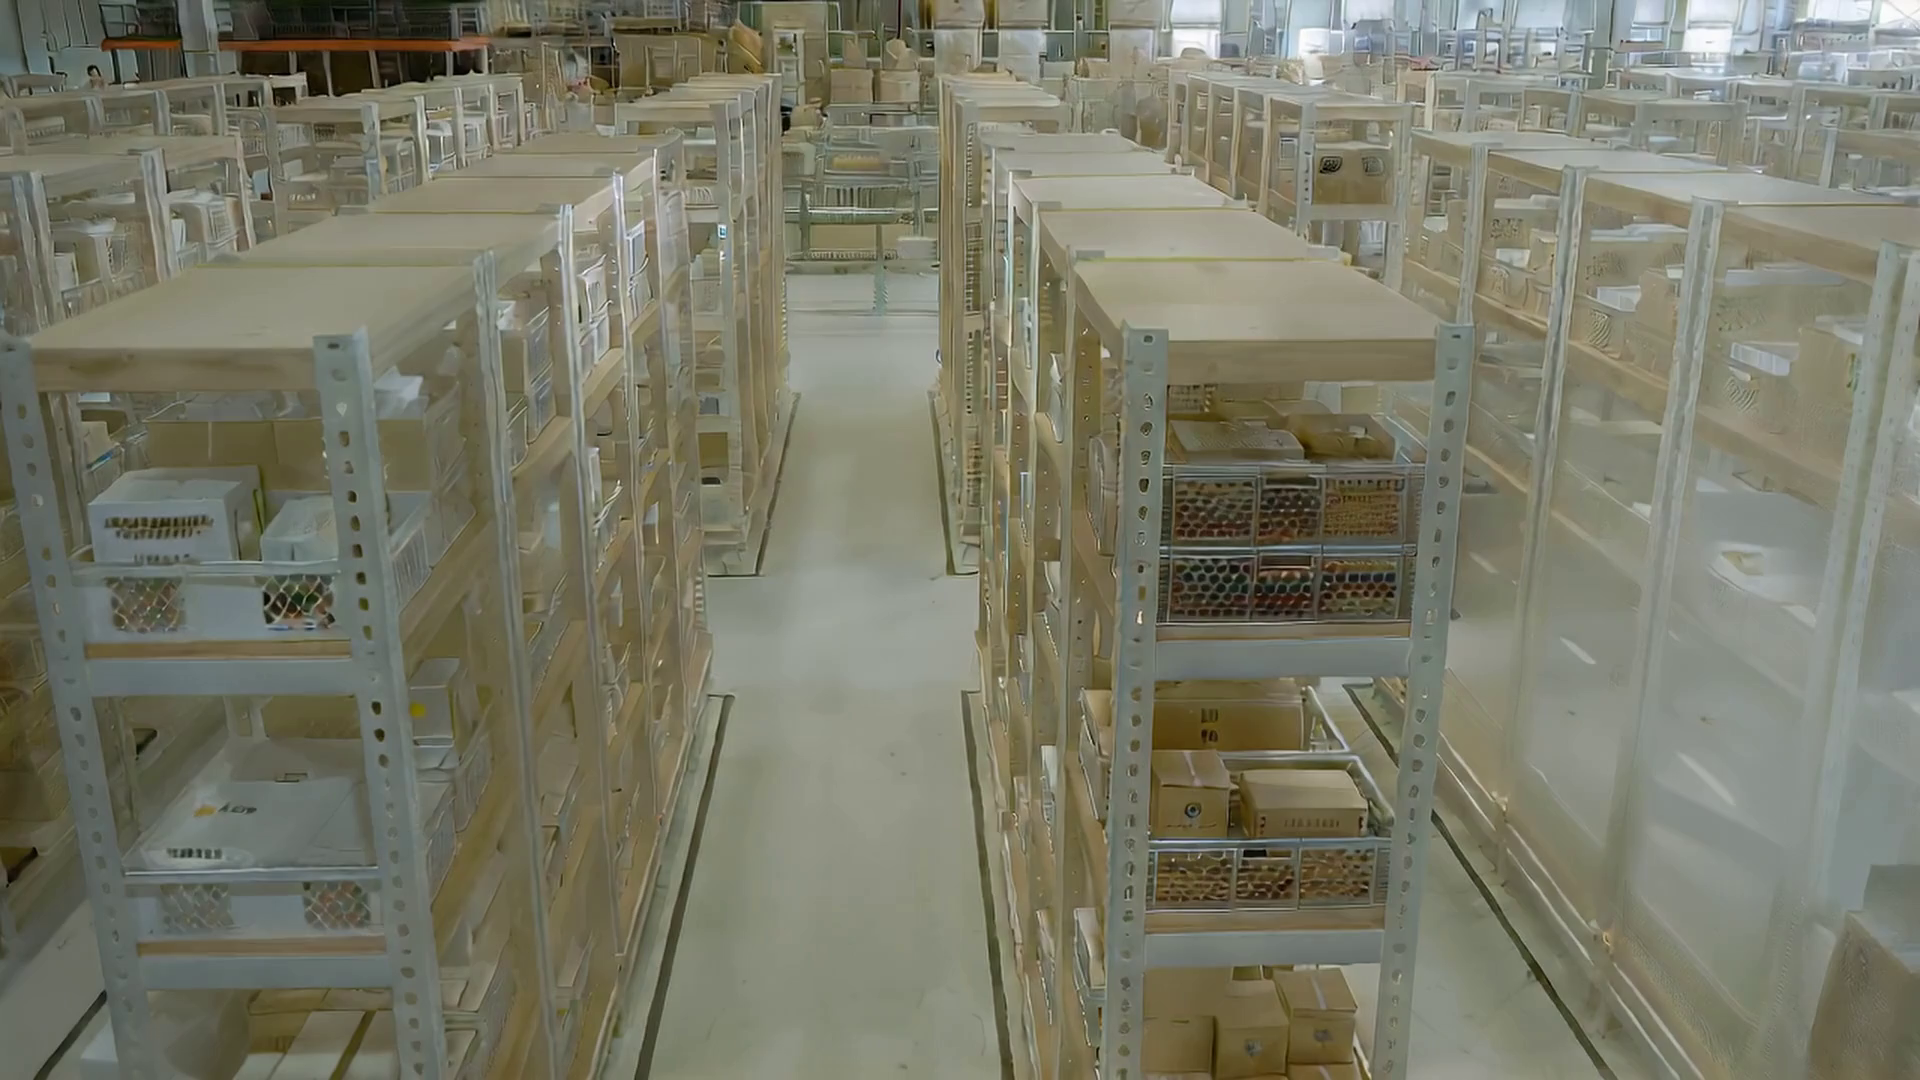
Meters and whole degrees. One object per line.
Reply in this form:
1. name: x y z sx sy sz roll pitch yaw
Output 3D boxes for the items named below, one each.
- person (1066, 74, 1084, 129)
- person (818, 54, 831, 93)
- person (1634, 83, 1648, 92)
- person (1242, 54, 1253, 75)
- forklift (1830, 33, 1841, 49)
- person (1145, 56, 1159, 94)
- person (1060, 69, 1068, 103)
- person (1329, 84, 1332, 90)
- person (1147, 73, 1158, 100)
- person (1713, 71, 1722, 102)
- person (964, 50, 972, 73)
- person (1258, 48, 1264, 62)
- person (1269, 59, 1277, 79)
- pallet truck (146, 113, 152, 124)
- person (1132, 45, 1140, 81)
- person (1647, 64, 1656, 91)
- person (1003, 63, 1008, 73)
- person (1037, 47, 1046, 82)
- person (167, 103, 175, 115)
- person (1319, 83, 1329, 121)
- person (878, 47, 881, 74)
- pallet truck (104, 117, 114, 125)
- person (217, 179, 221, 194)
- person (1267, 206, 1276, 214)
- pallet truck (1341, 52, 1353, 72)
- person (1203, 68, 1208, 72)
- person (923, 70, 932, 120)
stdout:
1. person: 4.066 -15.527 58.880 0.608 1.908 1.044 2 18 5
2. person: -6.717 -23.012 82.120 0.810 1.854 0.582 -12 21 -32
3. person: 23.876 -15.415 58.308 0.544 2.000 0.708 0 18 0
4. person: 14.103 -23.020 82.088 1.005 1.889 0.656 -9 20 -25
5. forklift: 43.715 -23.952 83.383 1.873 2.768 1.129 5 19 16
6. person: 9.470 -22.728 81.327 0.623 1.805 0.925 -10 21 -29
7. person: 4.011 -17.239 64.237 0.315 1.865 0.526 -2 18 -5
8. person: 12.630 -14.903 57.382 0.342 1.618 0.527 -1 18 -3
9. person: 7.397 -16.999 63.729 0.584 1.725 0.550 11 21 31
10. person: 31.091 -18.475 68.454 0.513 1.612 0.691 -5 19 -16
11. person: 0.474 -25.898 91.146 0.948 1.789 0.652 6 19 18
12. person: 16.327 -25.725 90.380 0.360 1.938 0.546 0 18 0
13. person: 15.135 -22.393 80.470 0.534 1.691 0.321 -14 22 -36
14. pallet truck: -18.087 -8.309 36.390 1.885 1.965 0.823 -1 18 -4
15. person: 10.054 -27.241 94.993 0.393 1.985 0.611 -6 19 -19
16. person: 30.746 -20.401 74.010 0.576 1.877 0.349 -8 19 -22
17. person: 2.076 -19.901 72.585 0.943 1.810 0.526 -9 20 -25
18. person: 4.603 -26.899 94.038 0.383 1.921 0.586 -16 24 -40
19. person: -18.980 -9.522 40.117 0.449 2.026 0.604 13 22 34
20. person: 12.373 -14.669 56.569 0.535 1.690 0.319 10 20 28
21. person: -4.423 -26.806 93.772 0.513 1.905 0.680 -10 21 -29
22. pallet truck: -18.367 -7.885 35.078 1.885 1.965 0.823 1 18 2
23. person: -16.039 -8.249 36.358 0.399 1.903 0.643 13 22 35
24. person: 4.074 -3.560 21.826 0.413 1.914 0.699 -3 18 -9
25. pallet truck: 18.794 -23.123 82.231 0.823 1.965 1.885 -13 22 -35
26. person: 9.683 -17.645 65.510 1.036 1.855 0.607 -6 19 -19
27. person: -1.235 -16.867 63.076 0.328 1.872 0.513 -3 18 -10
